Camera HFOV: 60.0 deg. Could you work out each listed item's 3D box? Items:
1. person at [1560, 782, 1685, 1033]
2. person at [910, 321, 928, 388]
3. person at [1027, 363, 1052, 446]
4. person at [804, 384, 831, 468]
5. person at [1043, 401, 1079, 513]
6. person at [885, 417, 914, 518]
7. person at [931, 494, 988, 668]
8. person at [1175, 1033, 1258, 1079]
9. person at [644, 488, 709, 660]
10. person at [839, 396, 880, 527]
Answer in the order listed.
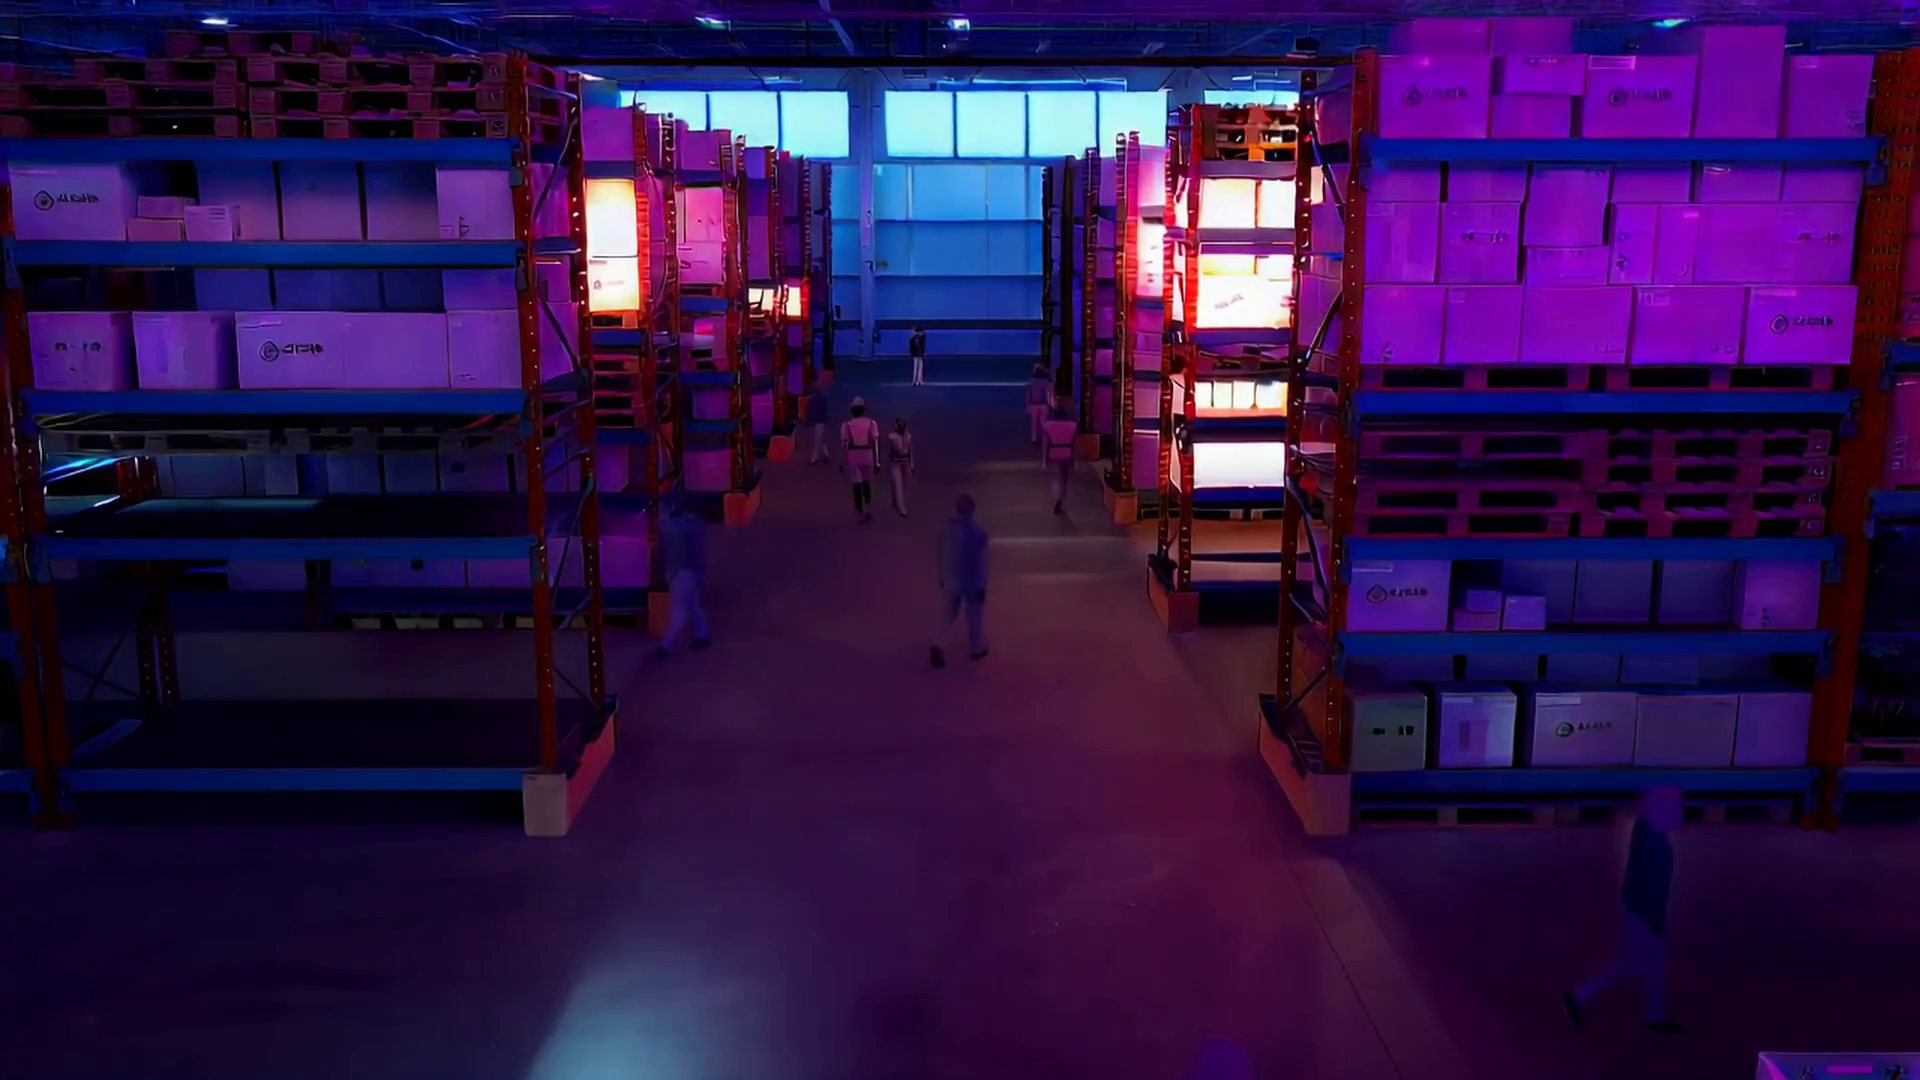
[{"bbox_3d":[4.008,2.208,9.933,0.703,1.611,0.509,2,12,9],"label":"person"},{"bbox_3d":[-1.104,-5.069,45.438,0.429,1.836,0.625,-8,14,-34],"label":"person"},{"bbox_3d":[1.640,-2.787,34.369,0.526,1.738,0.675,0,11,1],"label":"person"},{"bbox_3d":[-2.729,-2.208,31.880,0.538,1.580,0.830,9,14,37],"label":"person"},{"bbox_3d":[1.636,-1.312,26.803,0.580,1.831,0.566,0,11,-2],"label":"person"},{"bbox_3d":[-1.006,-1.188,26.769,0.524,1.611,0.716,-7,13,-32],"label":"person"},{"bbox_3d":[-0.006,0.440,18.051,0.653,1.875,0.890,6,13,27],"label":"person"},{"bbox_3d":[1.081,2.788,6.565,0.811,1.808,0.599,-1,11,-4],"label":"person"},{"bbox_3d":[-3.153,0.360,18.392,0.636,1.881,1.022,10,15,41],"label":"person"},{"bbox_3d":[-1.598,-1.256,26.050,0.620,2.015,0.887,-3,12,-12],"label":"person"}]
